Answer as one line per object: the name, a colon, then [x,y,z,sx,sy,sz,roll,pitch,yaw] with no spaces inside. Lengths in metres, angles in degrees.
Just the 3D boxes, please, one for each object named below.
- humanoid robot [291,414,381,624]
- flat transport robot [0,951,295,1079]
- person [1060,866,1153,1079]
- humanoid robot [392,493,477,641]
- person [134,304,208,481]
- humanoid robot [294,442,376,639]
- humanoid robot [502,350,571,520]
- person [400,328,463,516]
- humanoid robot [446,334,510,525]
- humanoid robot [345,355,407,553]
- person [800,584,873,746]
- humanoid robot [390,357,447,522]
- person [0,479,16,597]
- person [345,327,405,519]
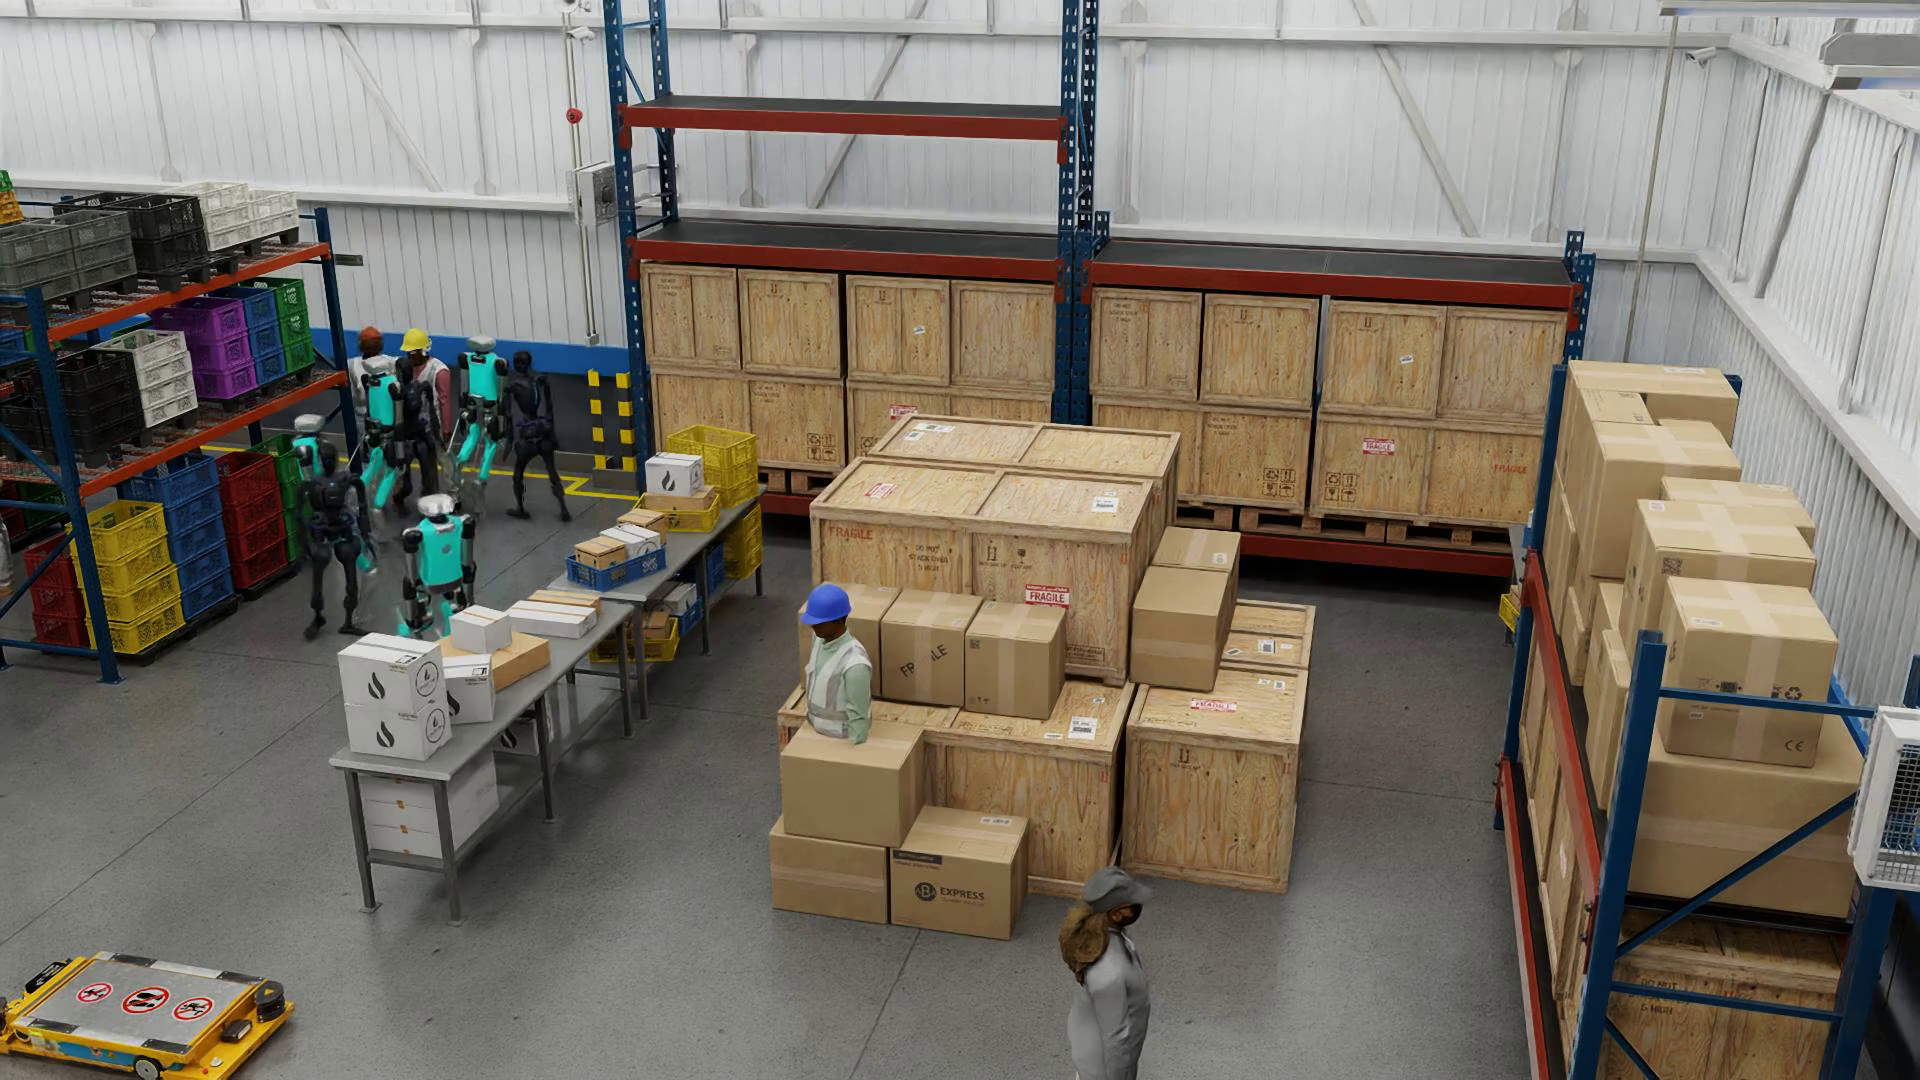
humanoid robot: [-4.920,-0.131,13.384,0.658,1.840,0.543,-4,21,-11]
flat transport robot: [-4.270,2.464,8.601,1.431,0.231,0.659,5,22,13]
person: [0.617,2.198,7.193,0.395,1.769,0.564,-1,21,-4]
humanoid robot: [-3.751,0.469,11.771,0.542,1.770,0.871,-19,28,-41]
person: [-7.634,-1.391,16.201,0.604,2.045,0.384,3,21,7]
humanoid robot: [-4.942,0.002,13.079,0.612,1.643,0.450,-13,25,-31]
humanoid robot: [-4.030,-0.969,15.632,0.681,1.633,0.593,15,26,35]
person: [-5.058,-1.124,15.818,0.585,1.823,0.405,11,24,28]
humanoid robot: [-4.556,-0.928,15.583,0.566,1.912,0.714,8,22,21]
humanoid robot: [-5.280,-0.704,14.886,0.540,1.837,0.669,16,26,36]
person: [-0.715,1.148,9.711,0.411,1.939,0.602,-10,23,-25]
humanoid robot: [-5.141,-0.939,15.550,0.463,1.642,0.610,18,27,38]
person: [-8.244,-0.411,13.917,0.429,1.844,0.621,-8,22,-19]
person: [-5.491,-1.090,15.661,0.589,1.864,0.467,-4,21,-11]
